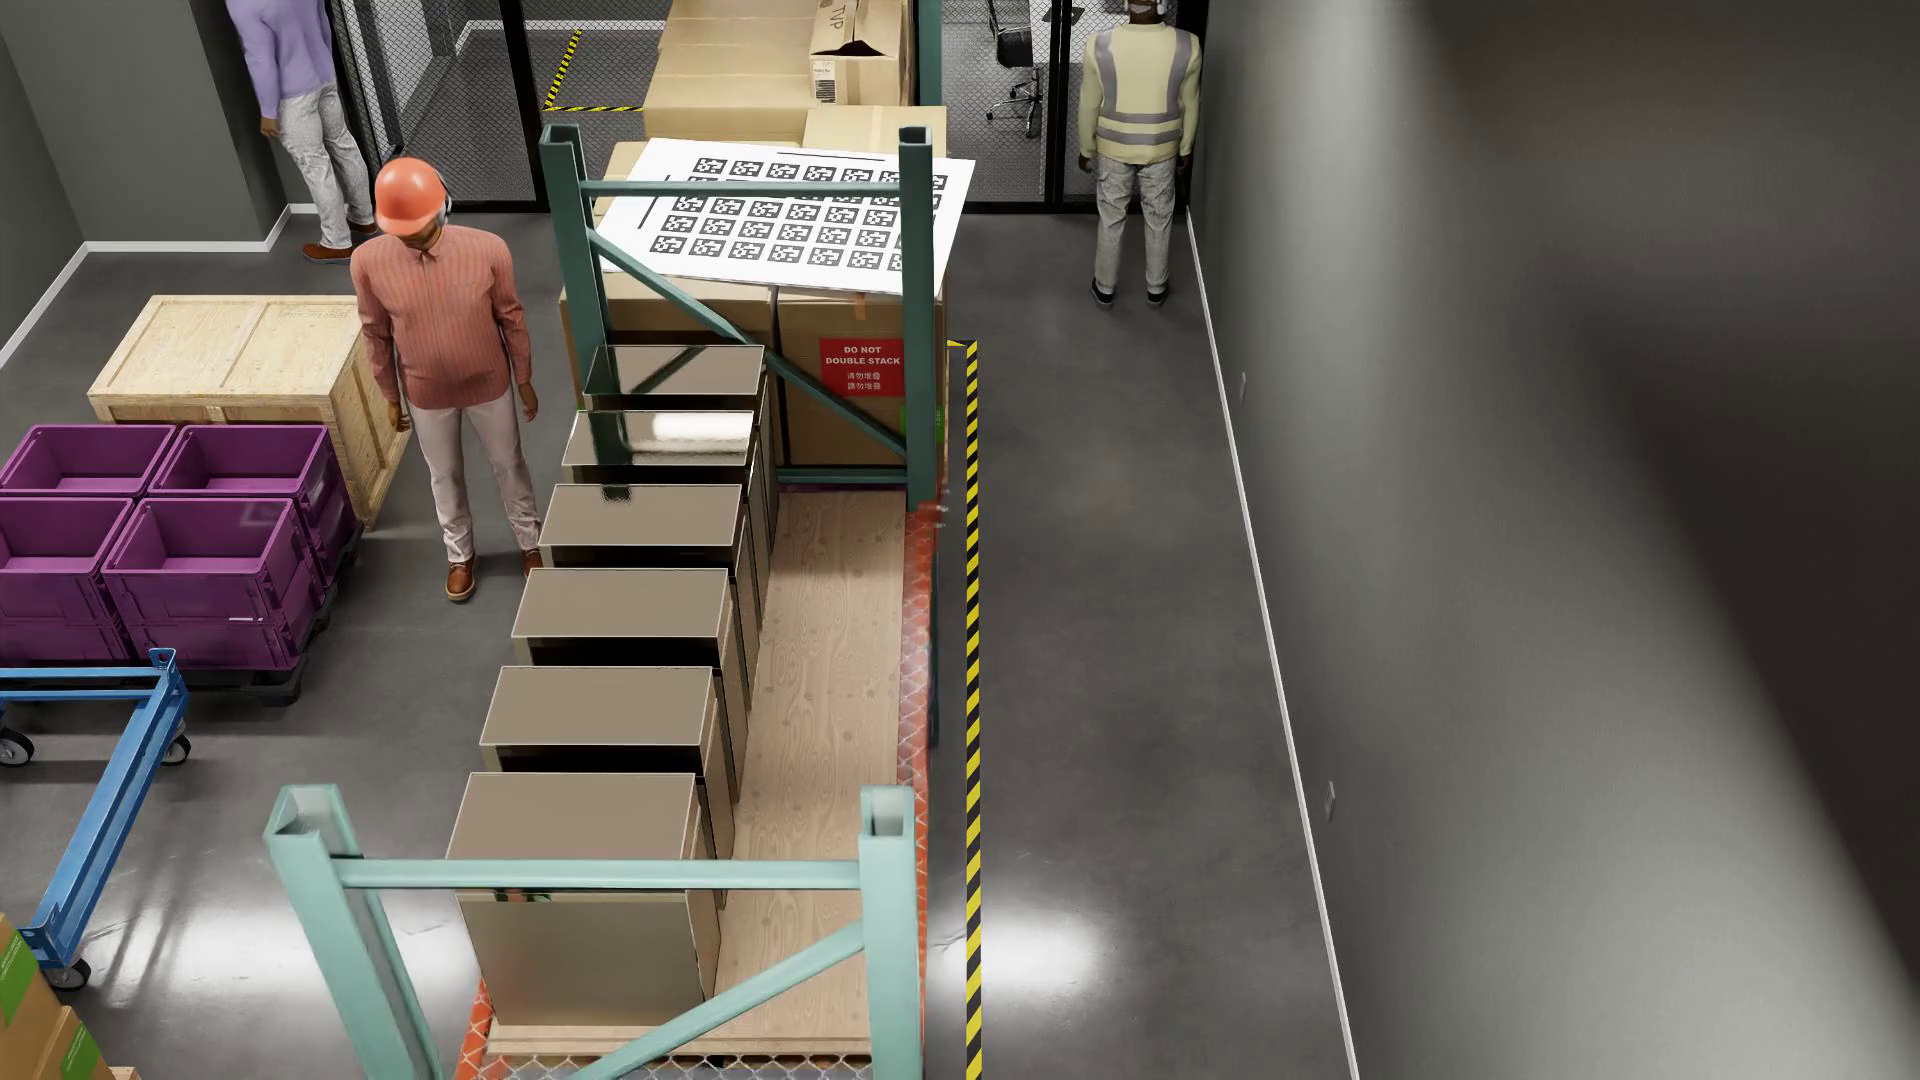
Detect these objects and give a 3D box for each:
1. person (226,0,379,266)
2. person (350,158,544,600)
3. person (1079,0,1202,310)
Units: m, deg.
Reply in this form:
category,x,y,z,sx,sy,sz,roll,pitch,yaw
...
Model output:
category,x,y,z,sx,sy,sz,roll,pitch,yaw
person,-3.405,-2.330,8.550,0.377,1.940,0.628,12,43,14
person,-1.979,-0.610,6.548,0.615,1.986,0.389,-9,42,-11
person,0.876,-1.972,8.225,0.587,1.826,0.404,2,41,3
